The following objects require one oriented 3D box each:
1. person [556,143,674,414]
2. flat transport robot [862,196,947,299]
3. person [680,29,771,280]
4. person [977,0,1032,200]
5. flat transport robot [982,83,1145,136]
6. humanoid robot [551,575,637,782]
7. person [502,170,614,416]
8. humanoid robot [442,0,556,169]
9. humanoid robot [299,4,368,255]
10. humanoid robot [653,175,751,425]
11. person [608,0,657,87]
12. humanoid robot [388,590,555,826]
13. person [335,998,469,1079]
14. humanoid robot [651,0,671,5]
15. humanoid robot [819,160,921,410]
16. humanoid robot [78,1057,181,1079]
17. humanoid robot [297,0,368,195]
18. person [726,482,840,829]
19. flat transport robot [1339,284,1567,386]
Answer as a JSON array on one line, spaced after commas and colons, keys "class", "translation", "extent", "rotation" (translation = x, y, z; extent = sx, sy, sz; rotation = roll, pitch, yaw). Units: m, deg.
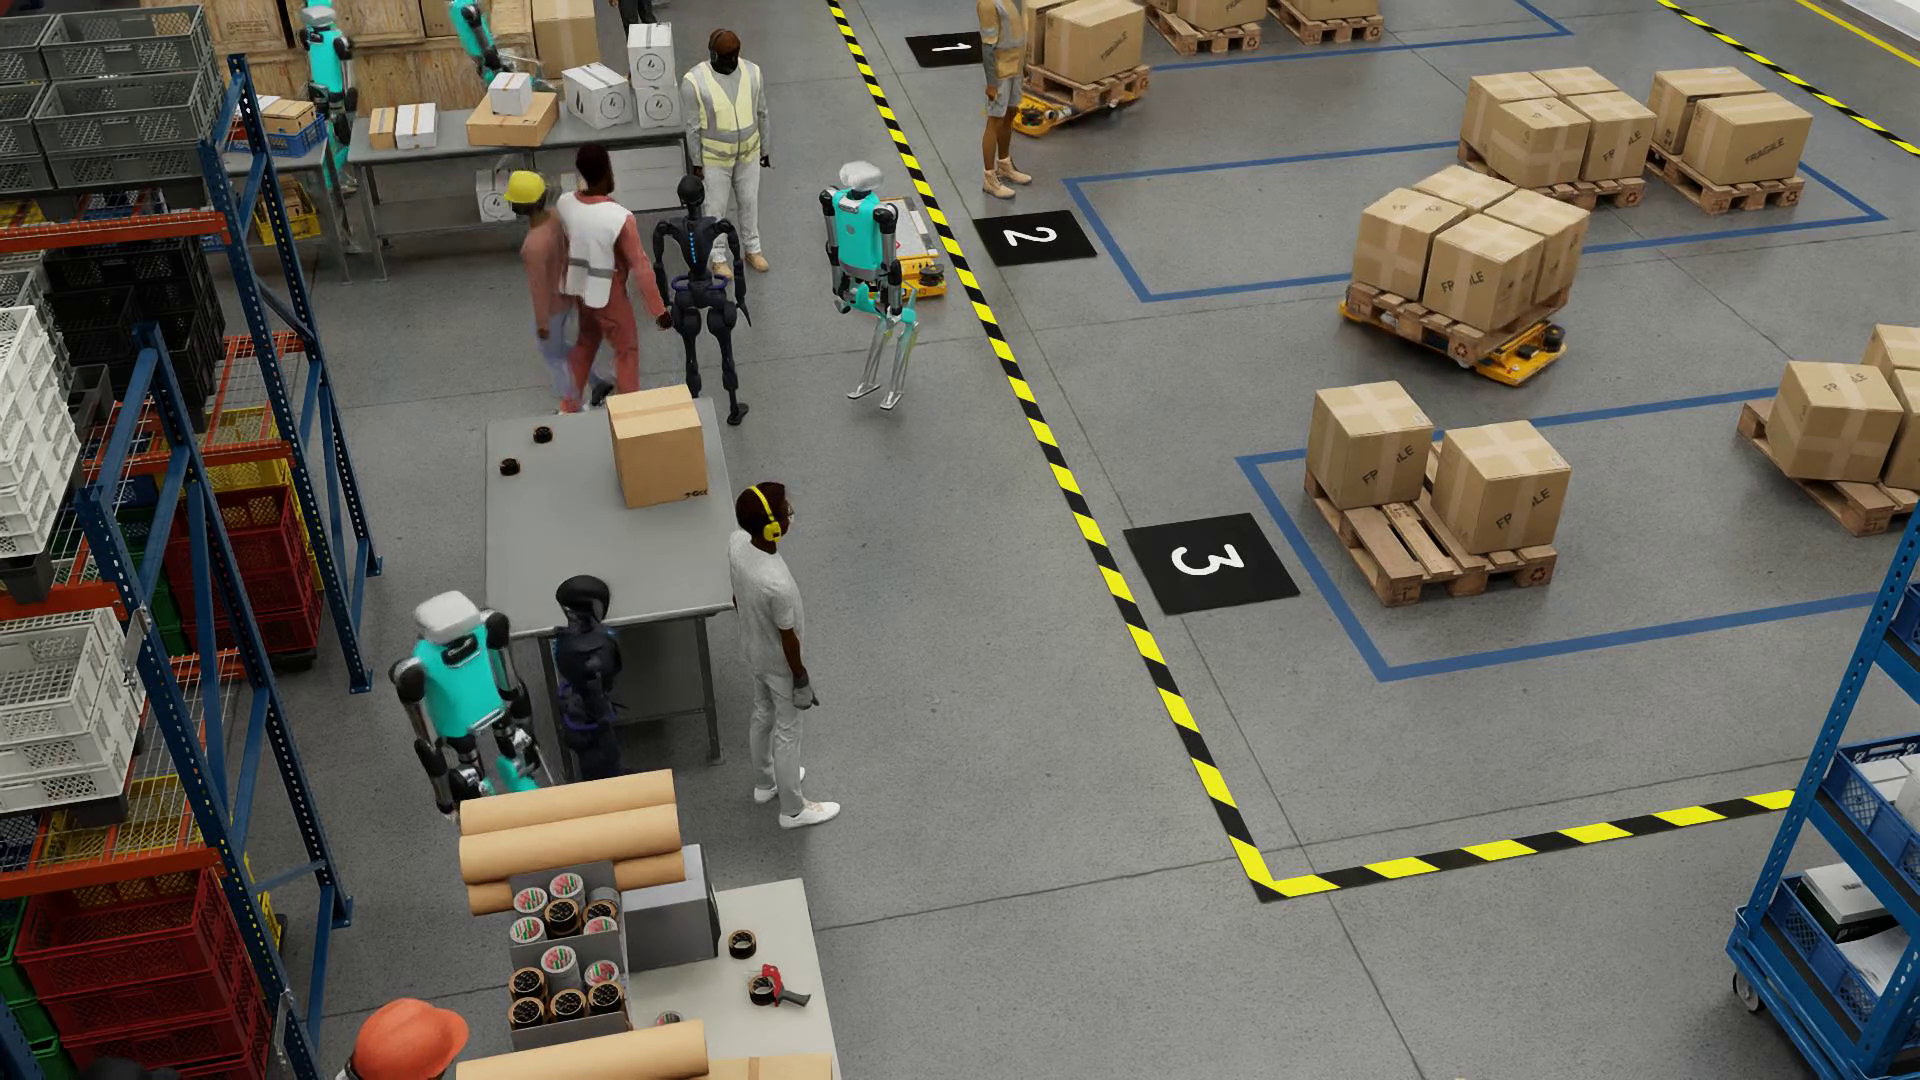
[{"class": "person", "translation": [-2.158, -1.459, 10.138], "extent": [0.770, 1.918, 0.508], "rotation": [27, 44, 31]}, {"class": "flat transport robot", "translation": [-0.570, -2.220, 12.538], "extent": [0.659, 0.231, 1.431], "rotation": [-8, 37, -10]}, {"class": "person", "translation": [-1.649, -2.780, 11.984], "extent": [0.628, 1.835, 0.429], "rotation": [-18, 40, -23]}, {"class": "person", "translation": [0.375, -3.705, 13.047], "extent": [0.372, 2.045, 0.606], "rotation": [18, 40, 23]}, {"class": "flat transport robot", "translation": [0.939, -3.991, 14.894], "extent": [1.431, 0.197, 0.652], "rotation": [-28, 45, -32]}, {"class": "humanoid robot", "translation": [-1.575, 0.824, 7.263], "extent": [0.311, 1.653, 0.605], "rotation": [-11, 38, -15]}, {"class": "person", "translation": [-2.517, -1.474, 10.283], "extent": [0.416, 1.750, 0.547], "rotation": [5, 37, 6]}, {"class": "humanoid robot", "translation": [-3.572, -3.776, 13.447], "extent": [1.012, 1.748, 0.563], "rotation": [-23, 42, -27]}, {"class": "humanoid robot", "translation": [-4.765, -2.990, 12.341], "extent": [0.609, 1.770, 0.795], "rotation": [25, 43, 29]}, {"class": "humanoid robot", "translation": [-1.611, -1.478, 10.347], "extent": [0.599, 1.657, 0.315], "rotation": [-1, 37, -1]}, {"class": "person", "translation": [-2.958, -4.995, 14.945], "extent": [0.346, 1.846, 0.506], "rotation": [25, 43, 29]}, {"class": "humanoid robot", "translation": [-1.851, 1.038, 6.911], "extent": [0.737, 1.771, 0.530], "rotation": [25, 43, 30]}, {"class": "person", "translation": [-1.579, 2.133, 5.202], "extent": [0.613, 2.040, 0.390], "rotation": [22, 42, 27]}, {"class": "humanoid robot", "translation": [-3.113, -6.111, 16.582], "extent": [0.782, 1.830, 0.559], "rotation": [-2, 37, -3]}, {"class": "humanoid robot", "translation": [-0.473, -1.636, 10.409], "extent": [0.533, 1.677, 0.735], "rotation": [22, 42, 26]}, {"class": "humanoid robot", "translation": [-2.534, 2.229, 5.394], "extent": [0.529, 1.629, 0.613], "rotation": [1, 37, 2]}, {"class": "humanoid robot", "translation": [-5.097, -3.511, 12.994], "extent": [0.678, 1.751, 0.547], "rotation": [-12, 38, -16]}, {"class": "person", "translation": [-0.815, 0.527, 7.501], "extent": [0.329, 1.876, 0.506], "rotation": [-23, 42, -28]}, {"class": "flat transport robot", "translation": [3.427, -1.528, 11.584], "extent": [0.652, 0.197, 1.431], "rotation": [-30, 46, -34]}]
